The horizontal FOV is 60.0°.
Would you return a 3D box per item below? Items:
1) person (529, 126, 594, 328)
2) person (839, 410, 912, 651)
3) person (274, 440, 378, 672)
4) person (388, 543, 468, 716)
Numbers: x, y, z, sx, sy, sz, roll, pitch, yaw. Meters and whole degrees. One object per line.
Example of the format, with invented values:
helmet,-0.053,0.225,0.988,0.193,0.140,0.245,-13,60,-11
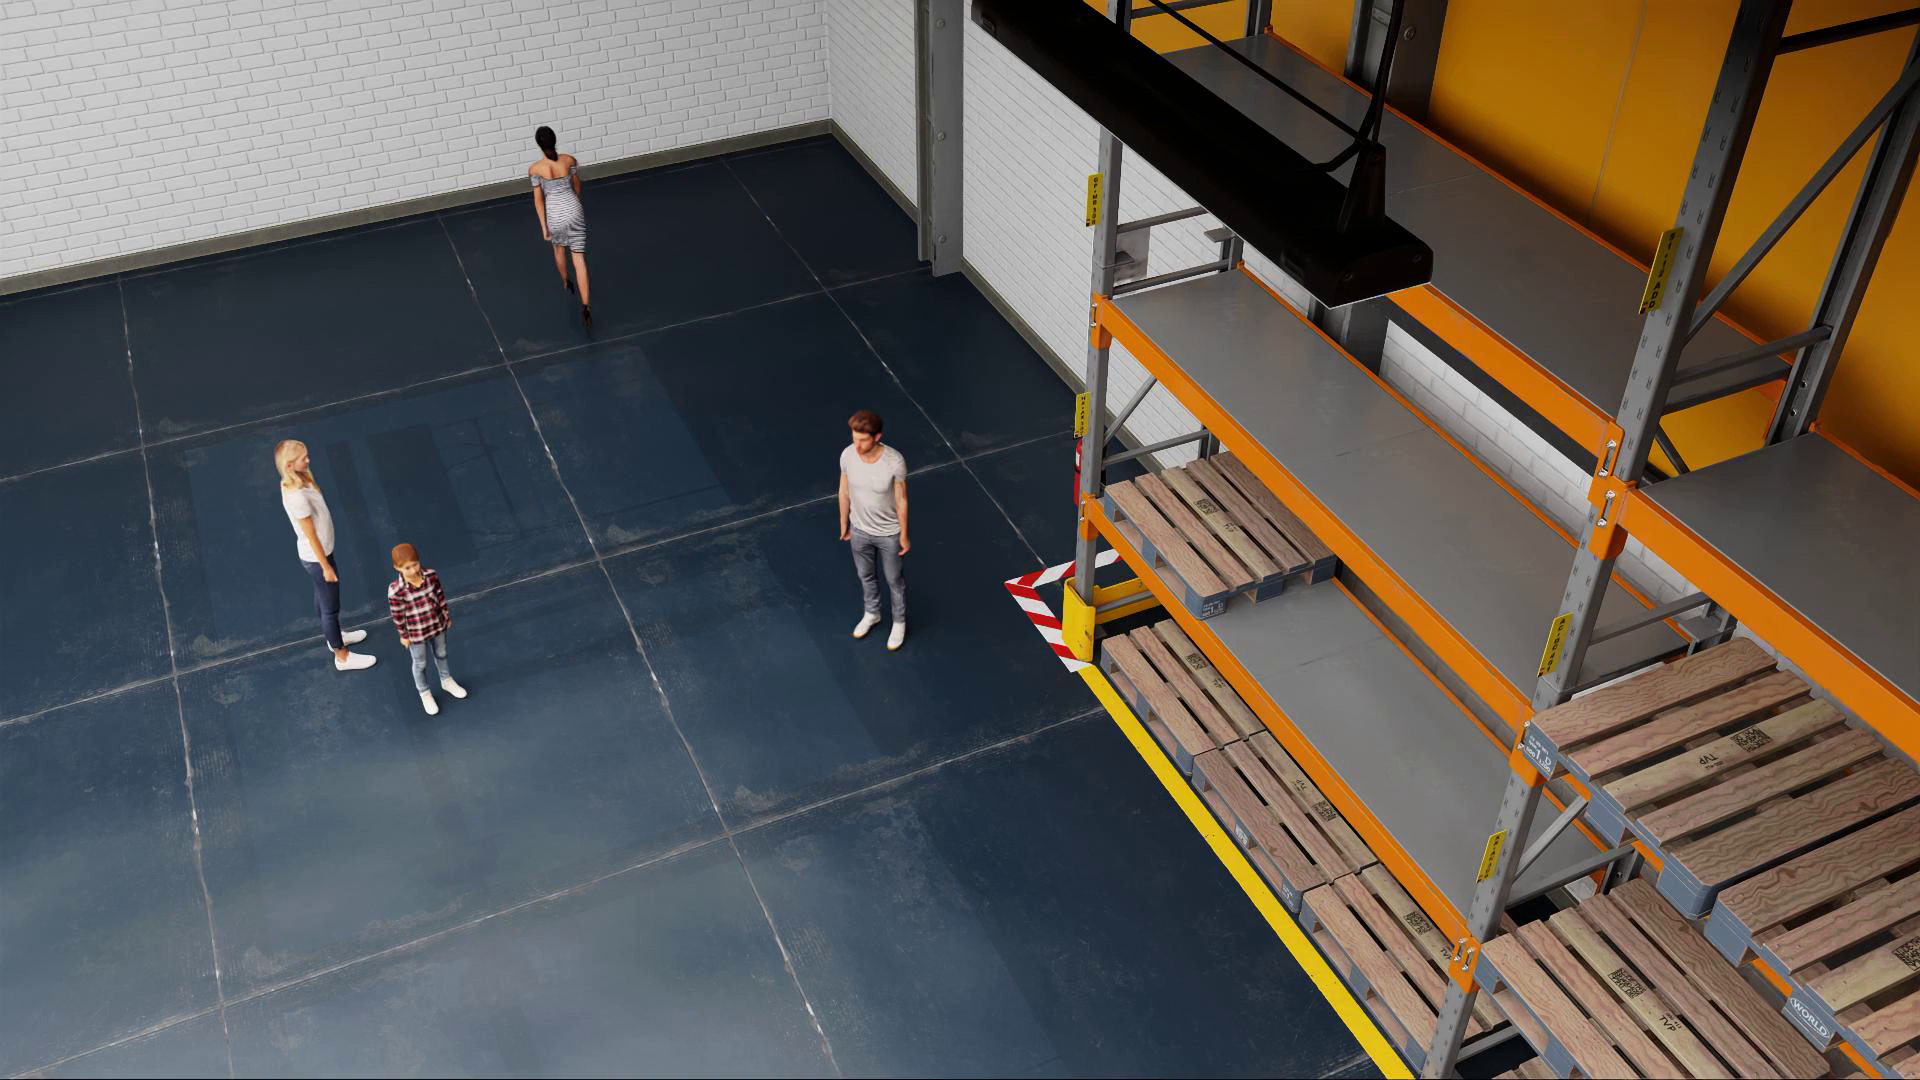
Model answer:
person,-3.449,-2.722,14.658,0.693,1.766,1.163,-12,40,-14
person,-0.559,-0.100,11.281,0.746,1.883,0.805,12,40,15
person,-4.296,0.096,11.097,0.661,1.806,0.435,-17,42,-20
person,-3.533,0.547,10.934,0.591,1.305,0.605,-32,48,-33
